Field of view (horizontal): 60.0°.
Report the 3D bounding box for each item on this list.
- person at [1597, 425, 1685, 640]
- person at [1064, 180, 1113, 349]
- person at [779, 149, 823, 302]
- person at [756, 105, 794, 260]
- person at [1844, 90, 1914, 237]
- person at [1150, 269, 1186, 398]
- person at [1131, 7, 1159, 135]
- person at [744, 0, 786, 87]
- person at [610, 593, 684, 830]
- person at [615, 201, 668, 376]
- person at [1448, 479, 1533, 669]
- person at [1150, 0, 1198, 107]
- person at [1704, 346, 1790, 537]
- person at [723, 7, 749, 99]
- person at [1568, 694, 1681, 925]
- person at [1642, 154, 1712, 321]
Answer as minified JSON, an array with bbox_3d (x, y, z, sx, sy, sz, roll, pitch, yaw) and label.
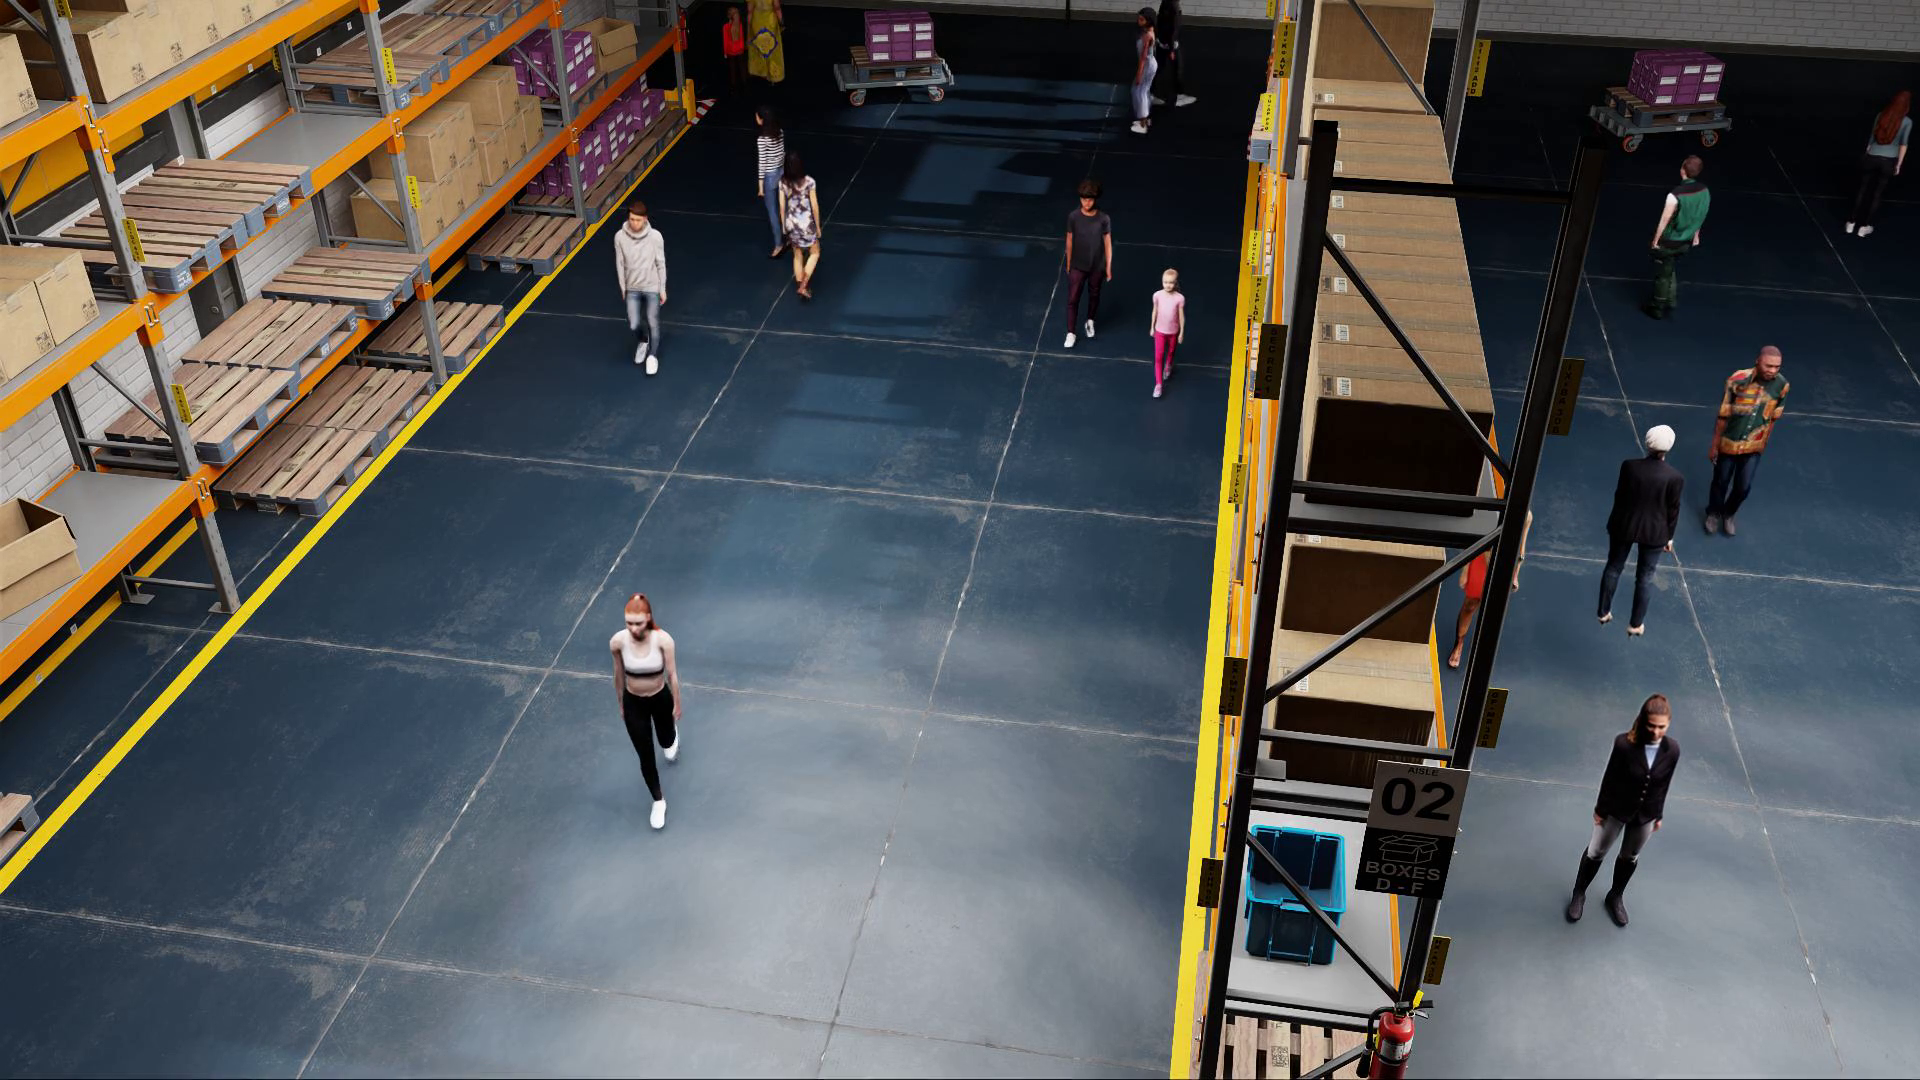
[{"bbox_3d":[5.027,-0.062,12.200,0.805,1.781,0.726,21,39,28],"label":"person"},{"bbox_3d":[1.346,-2.932,17.334,0.681,1.754,0.967,3,34,4],"label":"person"},{"bbox_3d":[-1.750,-3.356,17.997,0.640,1.726,0.692,9,35,14],"label":"person"},{"bbox_3d":[-2.125,-4.099,19.059,0.735,1.787,0.622,19,38,27],"label":"person"},{"bbox_3d":[10.845,-4.442,19.620,0.672,1.738,0.685,25,41,32],"label":"person"},{"bbox_3d":[2.076,-2.117,16.565,0.505,1.247,0.880,7,34,10],"label":"person"},{"bbox_3d":[2.542,-6.361,22.558,0.692,1.682,0.498,9,35,13],"label":"person"},{"bbox_3d":[-2.856,-7.429,24.213,0.923,1.629,0.992,-5,34,-8],"label":"person"},{"bbox_3d":[-2.103,1.076,11.334,0.732,1.722,1.106,-1,34,-1],"label":"person"},{"bbox_3d":[-3.146,-2.579,16.728,0.722,1.838,0.755,1,34,2],"label":"person"},{"bbox_3d":[4.031,0.222,12.622,0.577,1.718,0.509,5,34,8],"label":"person"},{"bbox_3d":[2.842,-6.971,23.375,1.017,1.793,1.063,-8,35,-12],"label":"person"},{"bbox_3d":[6.663,-0.897,14.239,0.699,1.792,0.688,9,35,13],"label":"person"},{"bbox_3d":[-3.242,-7.035,23.935,0.590,1.280,0.653,-24,40,-31],"label":"person"},{"bbox_3d":[4.179,1.700,10.389,0.566,1.729,0.530,5,34,7],"label":"person"},{"bbox_3d":[7.621,-3.167,17.614,0.798,1.835,0.839,-11,35,-16],"label":"person"}]
